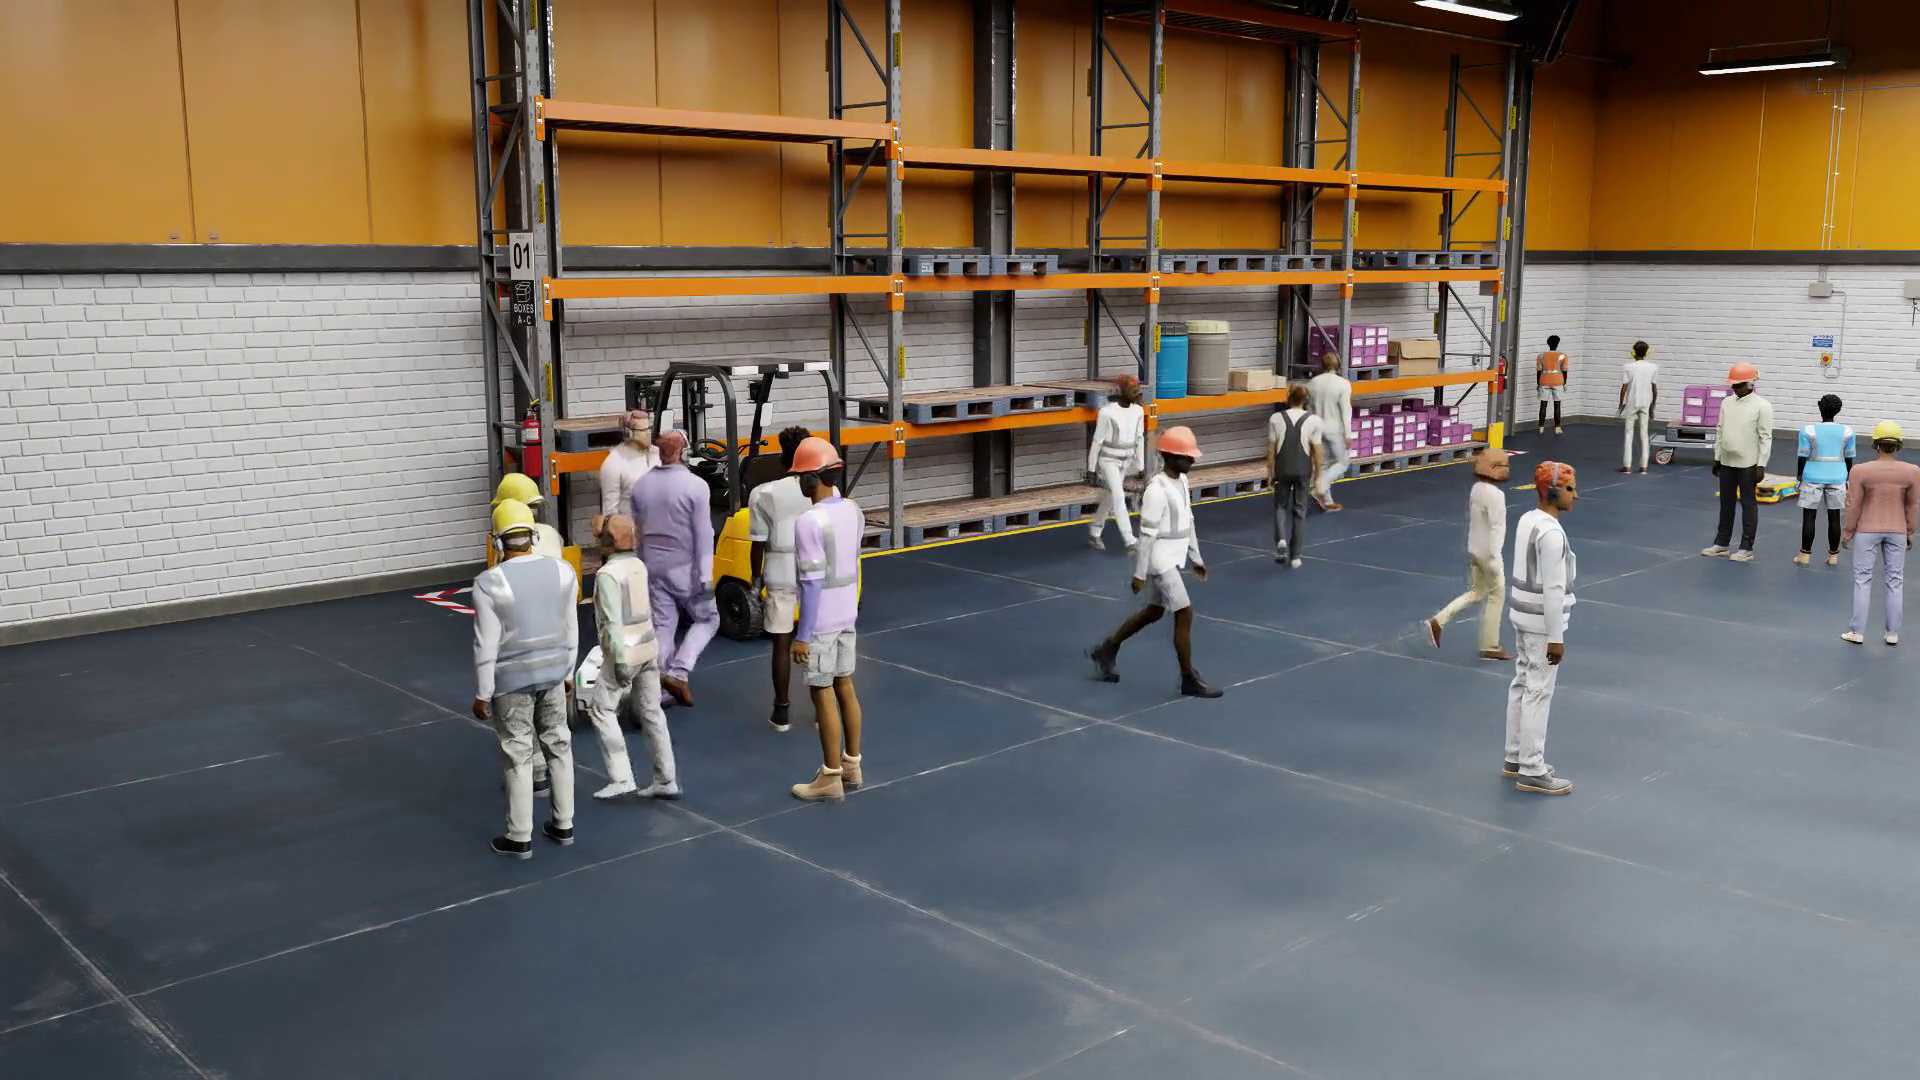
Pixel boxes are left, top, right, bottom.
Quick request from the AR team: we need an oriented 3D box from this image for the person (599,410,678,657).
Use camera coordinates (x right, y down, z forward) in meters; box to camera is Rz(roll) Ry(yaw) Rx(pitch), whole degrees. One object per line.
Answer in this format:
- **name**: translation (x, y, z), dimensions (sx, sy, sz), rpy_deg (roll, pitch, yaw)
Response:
- **person**: translation (-2.486, -0.072, 12.785), dimensions (0.873, 1.881, 0.644), rpy_deg (5, 11, 28)

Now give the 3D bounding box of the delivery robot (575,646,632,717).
- **delivery robot**: translation (-2.292, 0.866, 10.865), dimensions (0.477, 0.478, 0.707), rpy_deg (-1, 10, -4)

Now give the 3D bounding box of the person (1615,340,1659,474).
- **person**: translation (9.464, -1.850, 23.231), dimensions (0.533, 1.863, 0.305), rpy_deg (1, 10, 6)

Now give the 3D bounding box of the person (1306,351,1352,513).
- **person**: translation (4.318, -1.256, 19.551), dimensions (0.571, 1.927, 0.649), rpy_deg (-7, 12, -36)

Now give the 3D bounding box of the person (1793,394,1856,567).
- **person**: translation (8.447, -0.578, 16.272), dimensions (0.539, 1.696, 0.317), rpy_deg (2, 10, 10)

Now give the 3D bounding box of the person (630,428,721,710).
- **person**: translation (-1.888, 0.204, 11.099), dimensions (0.676, 1.889, 0.425), rpy_deg (5, 11, 29)

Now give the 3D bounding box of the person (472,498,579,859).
- **person**: translation (-2.206, 0.697, 8.428), dimensions (0.404, 1.825, 0.587), rpy_deg (9, 13, 44)

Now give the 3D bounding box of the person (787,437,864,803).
- **person**: translation (-0.775, 0.443, 9.288), dimensions (0.395, 2.038, 0.615), rpy_deg (4, 11, 23)

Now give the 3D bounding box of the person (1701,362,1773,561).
- **person**: translation (7.781, -0.782, 16.623), dimensions (0.399, 1.984, 0.610), rpy_deg (-4, 11, -23)

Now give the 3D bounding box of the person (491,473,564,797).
- **person**: translation (-2.440, 0.531, 9.381), dimensions (0.404, 1.830, 0.601), rpy_deg (2, 10, 10)

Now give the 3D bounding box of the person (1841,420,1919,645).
- **person**: translation (7.181, -0.053, 12.992), dimensions (0.522, 1.769, 0.312), rpy_deg (2, 10, 12)

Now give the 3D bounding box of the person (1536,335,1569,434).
- **person**: translation (10.102, -2.649, 28.403), dimensions (0.533, 1.694, 0.319), rpy_deg (5, 11, 27)

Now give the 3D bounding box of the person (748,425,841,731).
- **person**: translation (-1.043, 0.247, 10.649), dimensions (0.612, 1.963, 0.361), rpy_deg (-2, 10, -9)

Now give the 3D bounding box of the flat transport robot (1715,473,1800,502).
- **flat transport robot**: translation (10.143, -0.666, 20.951), dimensions (1.431, 0.197, 0.652), rpy_deg (-9, 13, -43)

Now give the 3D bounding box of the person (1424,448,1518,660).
- **person**: translation (3.874, 0.113, 12.479), dimensions (0.616, 1.618, 0.506), rpy_deg (0, 10, -3)

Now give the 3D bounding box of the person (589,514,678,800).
- **person**: translation (-1.826, 0.660, 9.244), dimensions (0.554, 1.609, 0.534), rpy_deg (3, 10, 19)

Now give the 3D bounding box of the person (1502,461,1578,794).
- **person**: translation (3.315, 0.489, 9.475), dimensions (0.341, 1.882, 0.587), rpy_deg (0, 10, 3)

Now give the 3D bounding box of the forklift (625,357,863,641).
- **forklift**: translation (-1.847, -0.414, 13.852), dimensions (1.214, 2.155, 2.313), rpy_deg (-9, 13, -42)

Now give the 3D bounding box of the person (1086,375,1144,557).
- **person**: translation (1.599, -0.766, 16.962), dimensions (0.617, 1.826, 1.010), rpy_deg (-8, 13, -40)

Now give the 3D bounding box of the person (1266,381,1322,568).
- **person**: translation (3.245, -0.628, 16.177), dimensions (0.534, 1.828, 0.454), rpy_deg (3, 10, 16)

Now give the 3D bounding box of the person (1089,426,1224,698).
- **person**: translation (1.352, 0.135, 11.546), dimensions (0.960, 1.899, 0.540), rpy_deg (4, 10, 22)
